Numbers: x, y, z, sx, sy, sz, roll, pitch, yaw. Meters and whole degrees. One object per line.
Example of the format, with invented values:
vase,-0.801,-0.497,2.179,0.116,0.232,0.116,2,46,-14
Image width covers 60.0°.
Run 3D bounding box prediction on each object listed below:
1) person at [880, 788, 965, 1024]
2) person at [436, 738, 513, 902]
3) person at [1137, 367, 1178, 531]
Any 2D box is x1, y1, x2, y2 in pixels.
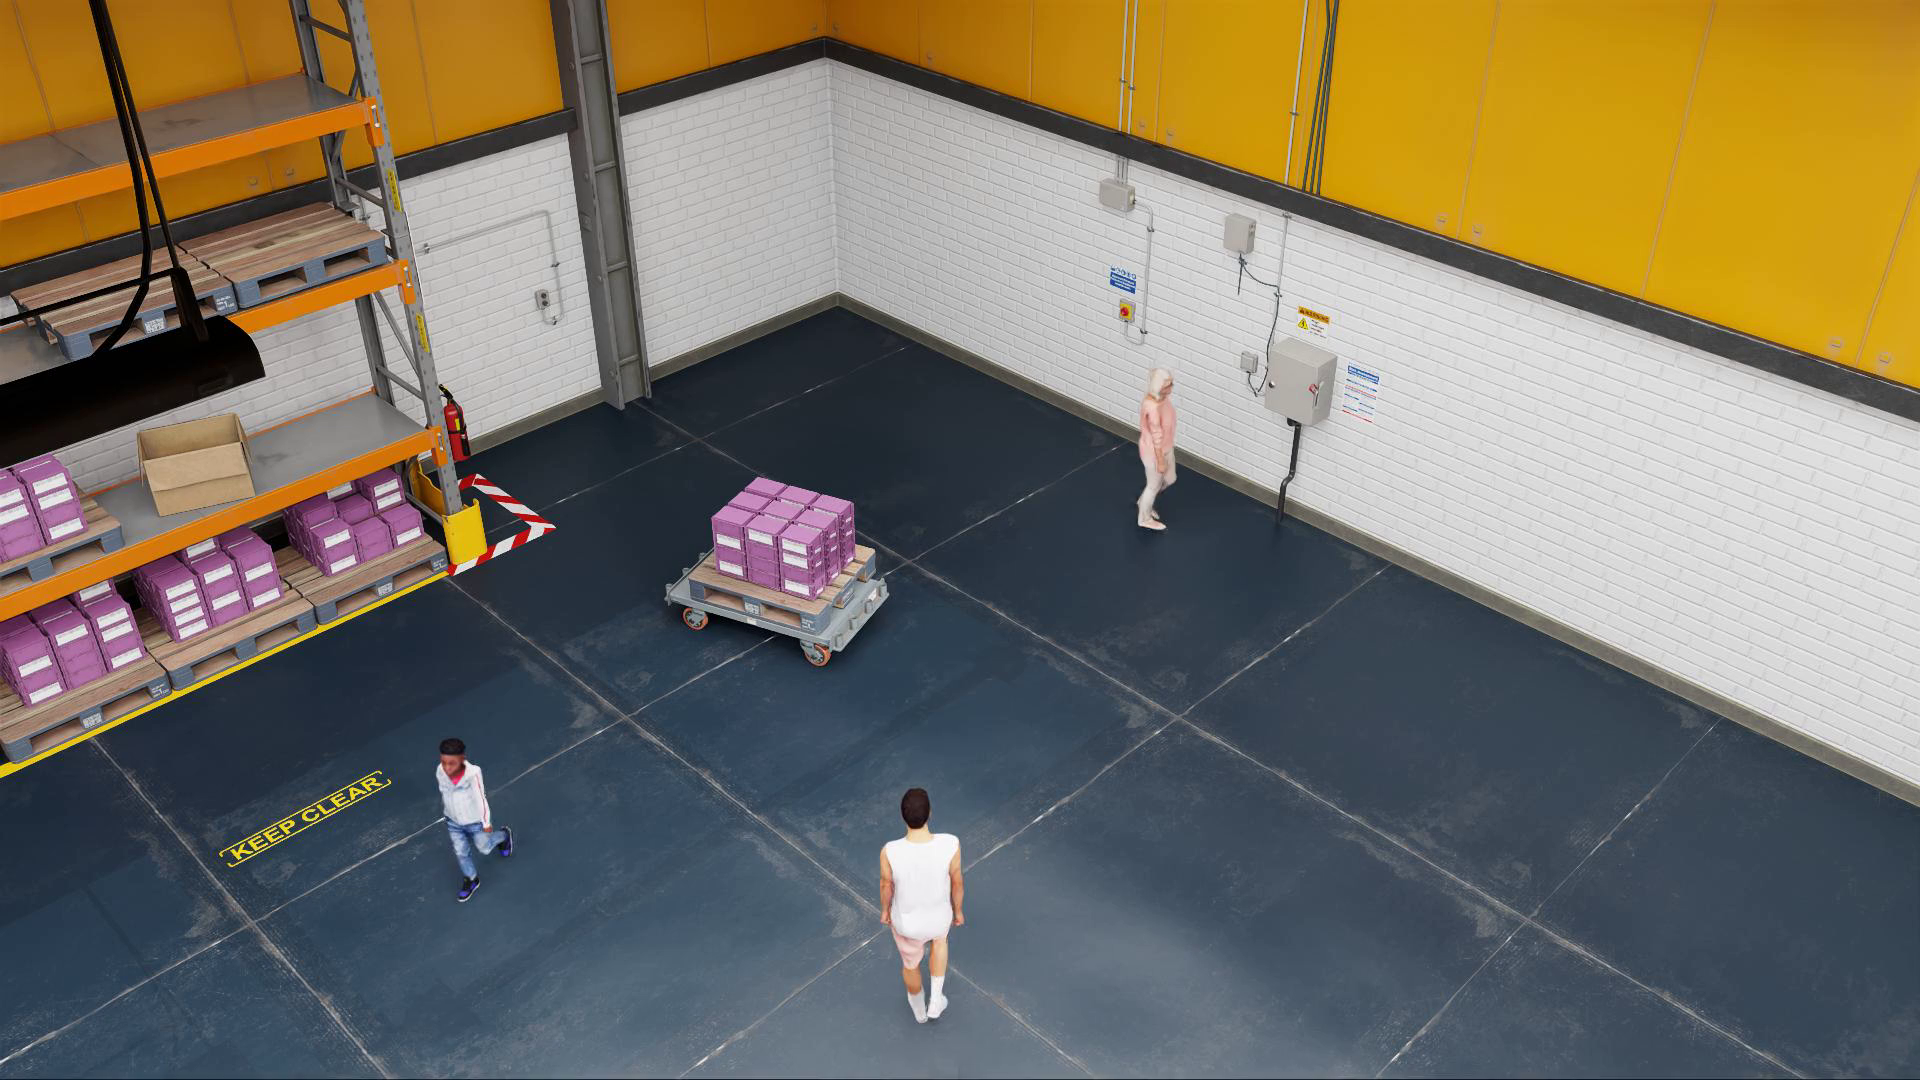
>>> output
person,-0.221,2.252,9.827,0.786,1.780,0.859,-4,34,-6
person,-3.237,1.775,11.027,0.714,1.247,0.851,8,34,12
person,1.693,-0.808,14.505,0.822,1.698,0.685,4,34,6
